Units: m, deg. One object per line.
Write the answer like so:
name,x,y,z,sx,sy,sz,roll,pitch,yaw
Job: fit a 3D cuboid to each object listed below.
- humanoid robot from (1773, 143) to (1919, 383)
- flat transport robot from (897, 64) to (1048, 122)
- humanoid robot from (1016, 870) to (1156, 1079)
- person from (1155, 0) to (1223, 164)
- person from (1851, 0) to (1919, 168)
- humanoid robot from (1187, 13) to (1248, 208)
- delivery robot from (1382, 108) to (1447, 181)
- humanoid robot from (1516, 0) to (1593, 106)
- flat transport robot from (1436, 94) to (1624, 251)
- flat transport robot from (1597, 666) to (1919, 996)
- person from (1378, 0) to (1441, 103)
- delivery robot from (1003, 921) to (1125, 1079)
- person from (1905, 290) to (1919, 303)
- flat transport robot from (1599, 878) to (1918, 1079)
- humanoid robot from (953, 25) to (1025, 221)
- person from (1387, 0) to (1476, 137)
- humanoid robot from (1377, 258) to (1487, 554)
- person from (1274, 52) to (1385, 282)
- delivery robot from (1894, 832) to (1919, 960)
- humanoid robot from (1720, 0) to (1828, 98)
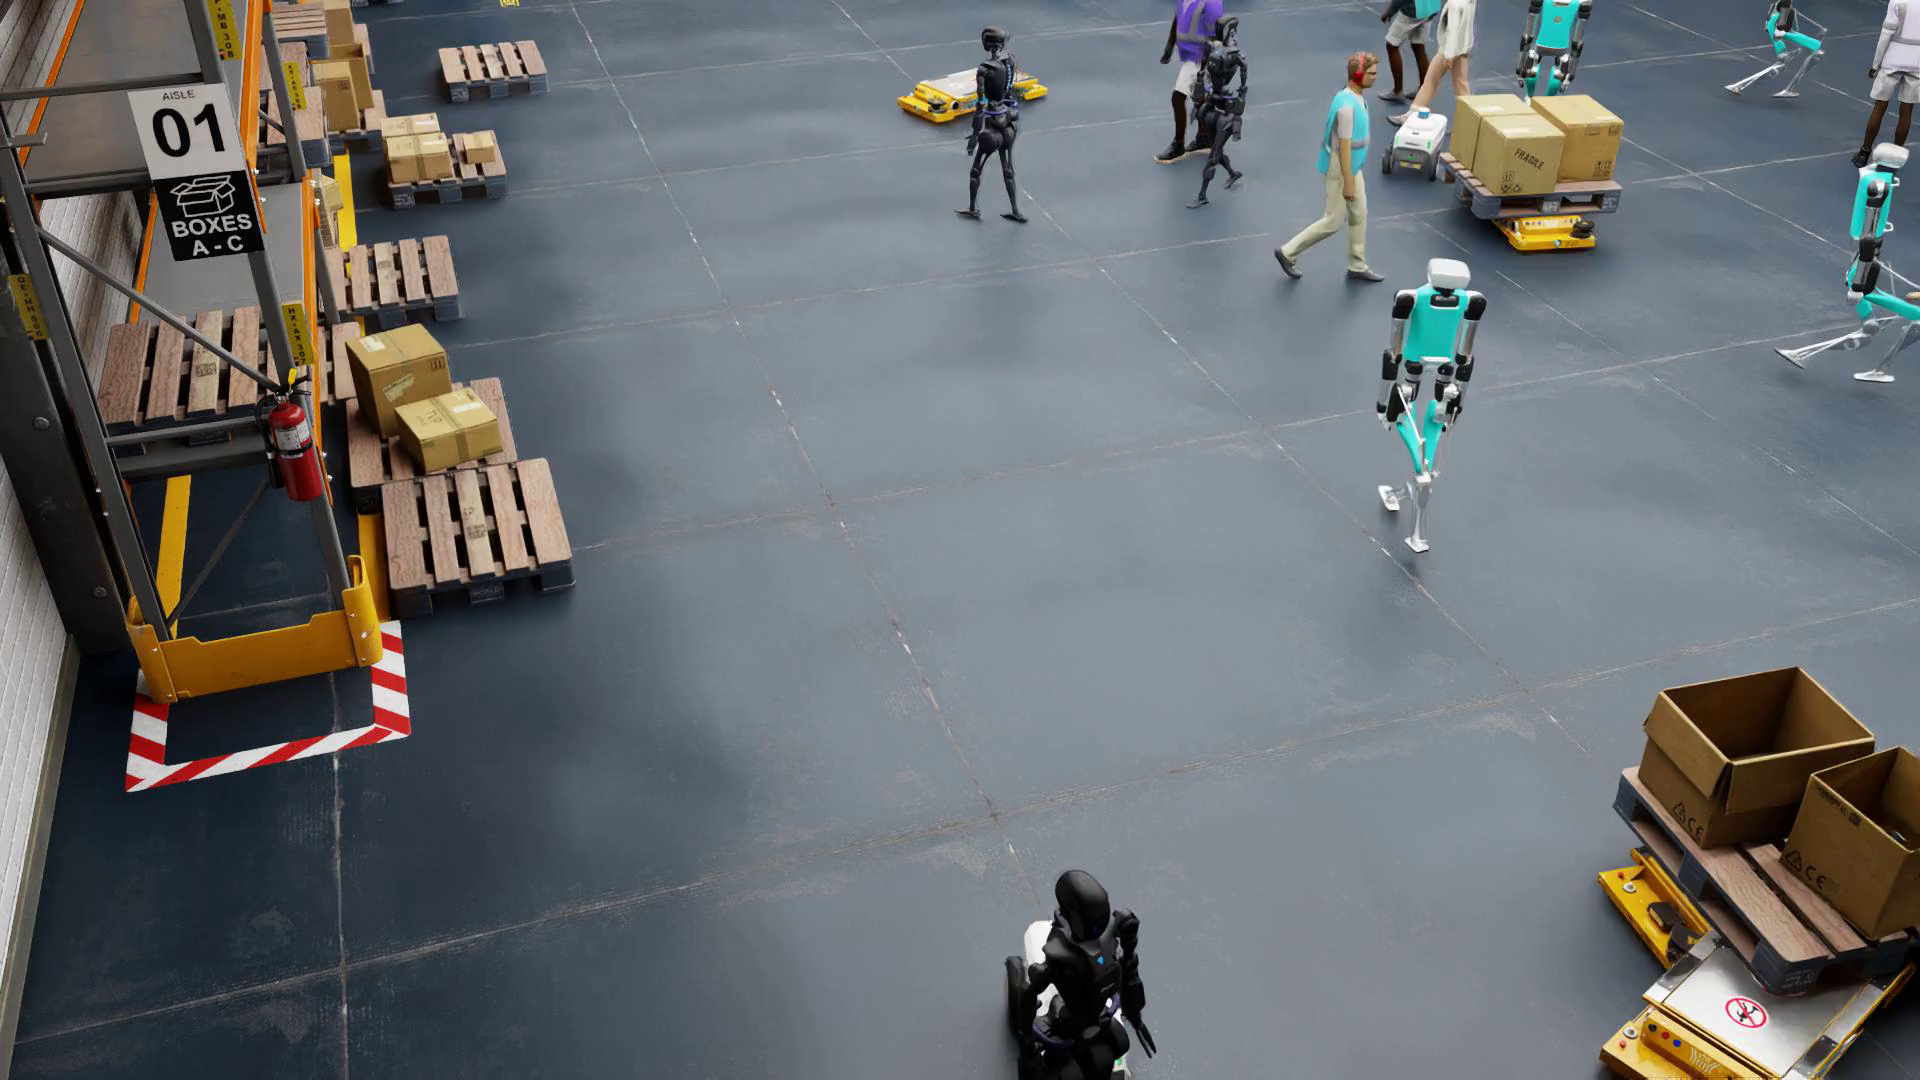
humanoid robot,6.254,-1.809,11.283,1.020,1.732,0.547,13,35,19
flat transport robot,0.135,-4.523,16.796,1.431,0.231,0.659,-23,39,-31
humanoid robot,0.436,1.786,5.828,0.612,1.655,0.339,-25,40,-32
person,2.047,-4.384,15.058,0.770,1.929,0.659,-8,34,-12
person,8.459,-4.270,14.890,0.542,1.928,0.370,13,35,19
humanoid robot,2.266,-3.723,14.331,0.790,1.628,0.598,-24,40,-32
delivery robot,4.184,-3.623,15.167,0.499,0.611,0.814,15,36,21
humanoid robot,5.324,-4.268,15.103,0.551,1.817,0.730,10,34,15
flat transport robot,4.813,-2.844,14.220,0.659,0.231,1.431,-4,33,-6
flat transport robot,3.676,1.575,7.443,1.431,0.231,0.659,-8,34,-12
person,4.467,-5.222,16.385,0.512,1.897,0.598,26,41,34
delivery robot,0.451,1.891,6.686,0.499,0.583,0.767,-2,33,-3
person,7.580,-2.464,12.346,0.701,1.660,0.549,3,33,4
flat transport robot,3.344,1.925,6.906,1.431,0.231,0.659,-26,41,-33
humanoid robot,0.252,-3.486,13.929,0.682,1.634,0.599,19,38,27
person,4.563,-4.629,15.702,0.805,1.643,0.460,26,41,34
humanoid robot,2.736,-0.688,9.615,0.556,1.759,1.042,-2,33,-3
person,2.944,-2.847,12.802,0.805,1.818,0.590,14,35,20
delivery robot,4.072,1.499,7.287,0.783,0.584,0.499,6,34,9
humanoid robot,8.195,-5.126,16.380,0.974,1.742,0.549,6,34,9
